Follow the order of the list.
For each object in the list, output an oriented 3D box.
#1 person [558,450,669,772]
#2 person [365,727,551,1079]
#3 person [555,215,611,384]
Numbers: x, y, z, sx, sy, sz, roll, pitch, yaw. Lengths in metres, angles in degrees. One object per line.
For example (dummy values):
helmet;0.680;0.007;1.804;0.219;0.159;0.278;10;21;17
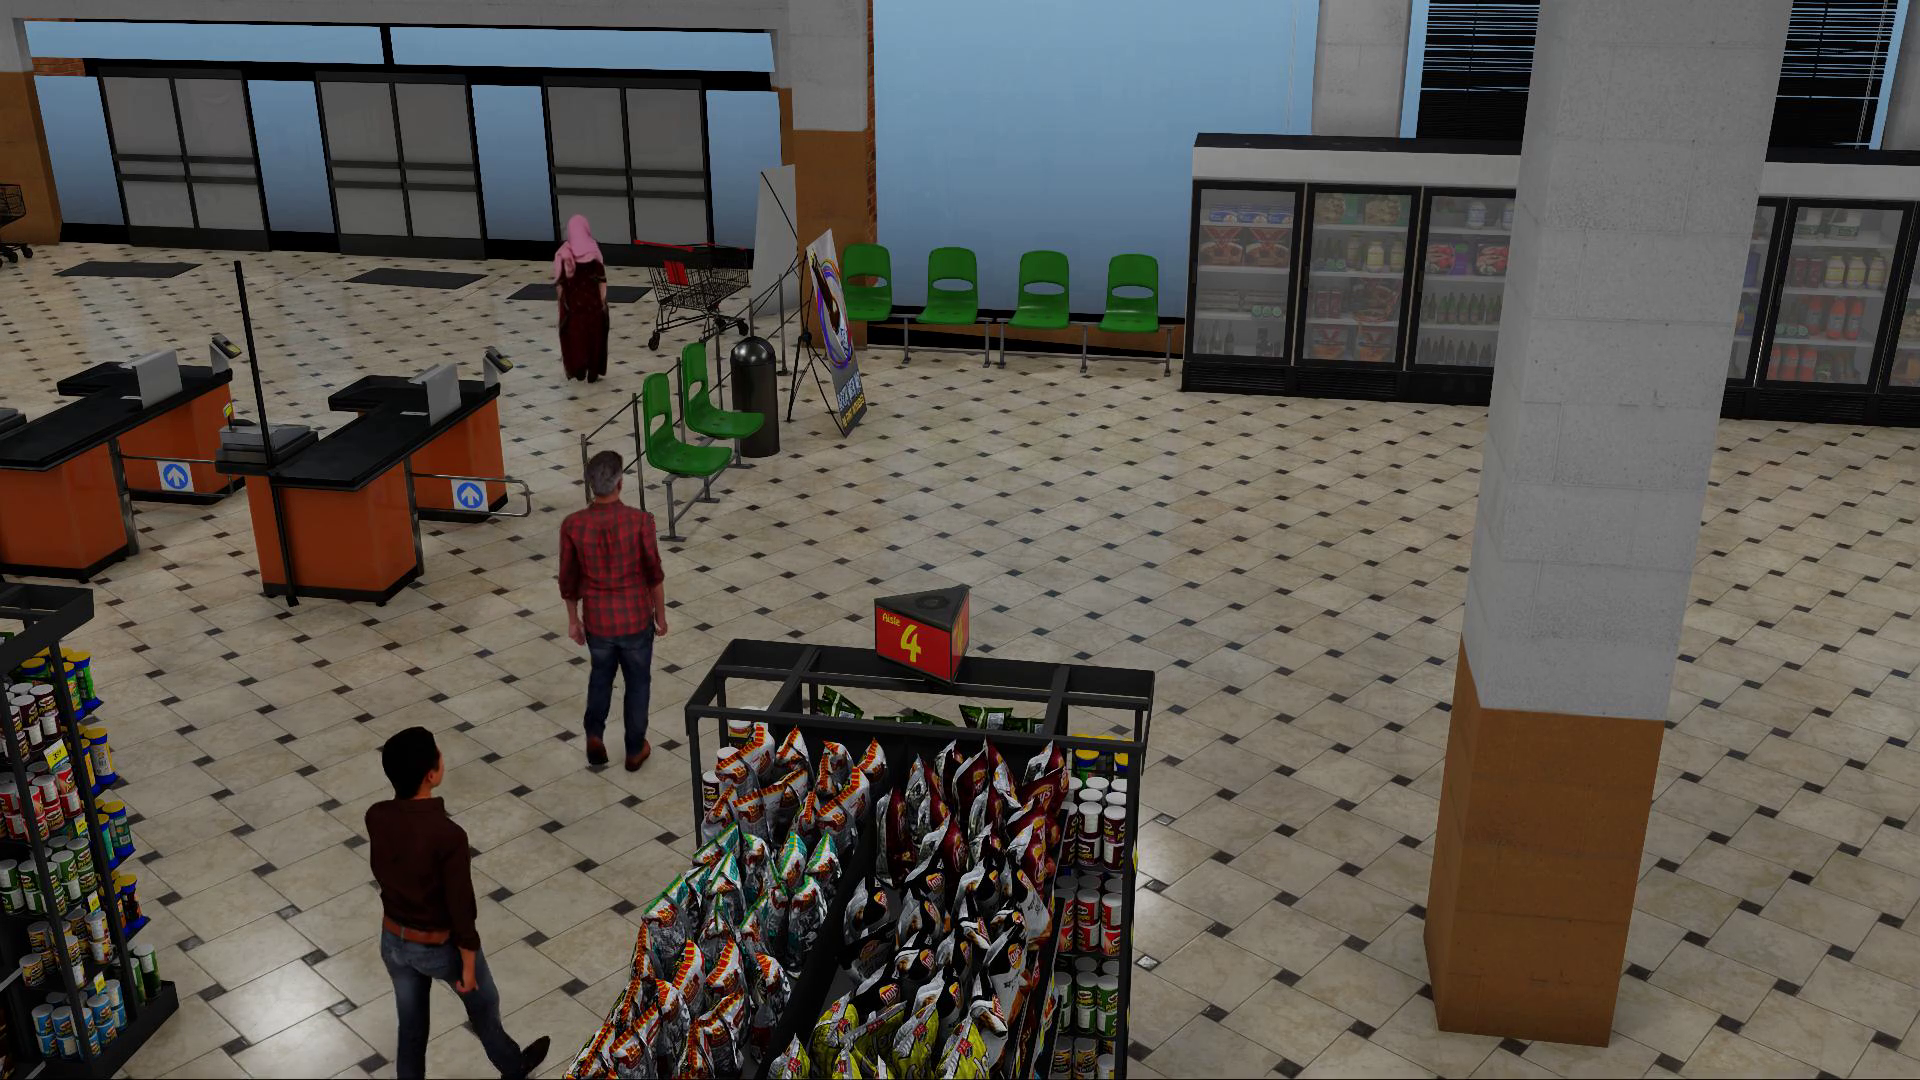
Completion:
person;-1.835;0.435;8.821;0.724;1.817;0.798;2;22;4
person;-2.016;1.553;6.132;0.778;1.747;1.036;7;23;17
person;-3.587;-2.245;15.750;0.777;1.624;0.863;-3;22;-8
